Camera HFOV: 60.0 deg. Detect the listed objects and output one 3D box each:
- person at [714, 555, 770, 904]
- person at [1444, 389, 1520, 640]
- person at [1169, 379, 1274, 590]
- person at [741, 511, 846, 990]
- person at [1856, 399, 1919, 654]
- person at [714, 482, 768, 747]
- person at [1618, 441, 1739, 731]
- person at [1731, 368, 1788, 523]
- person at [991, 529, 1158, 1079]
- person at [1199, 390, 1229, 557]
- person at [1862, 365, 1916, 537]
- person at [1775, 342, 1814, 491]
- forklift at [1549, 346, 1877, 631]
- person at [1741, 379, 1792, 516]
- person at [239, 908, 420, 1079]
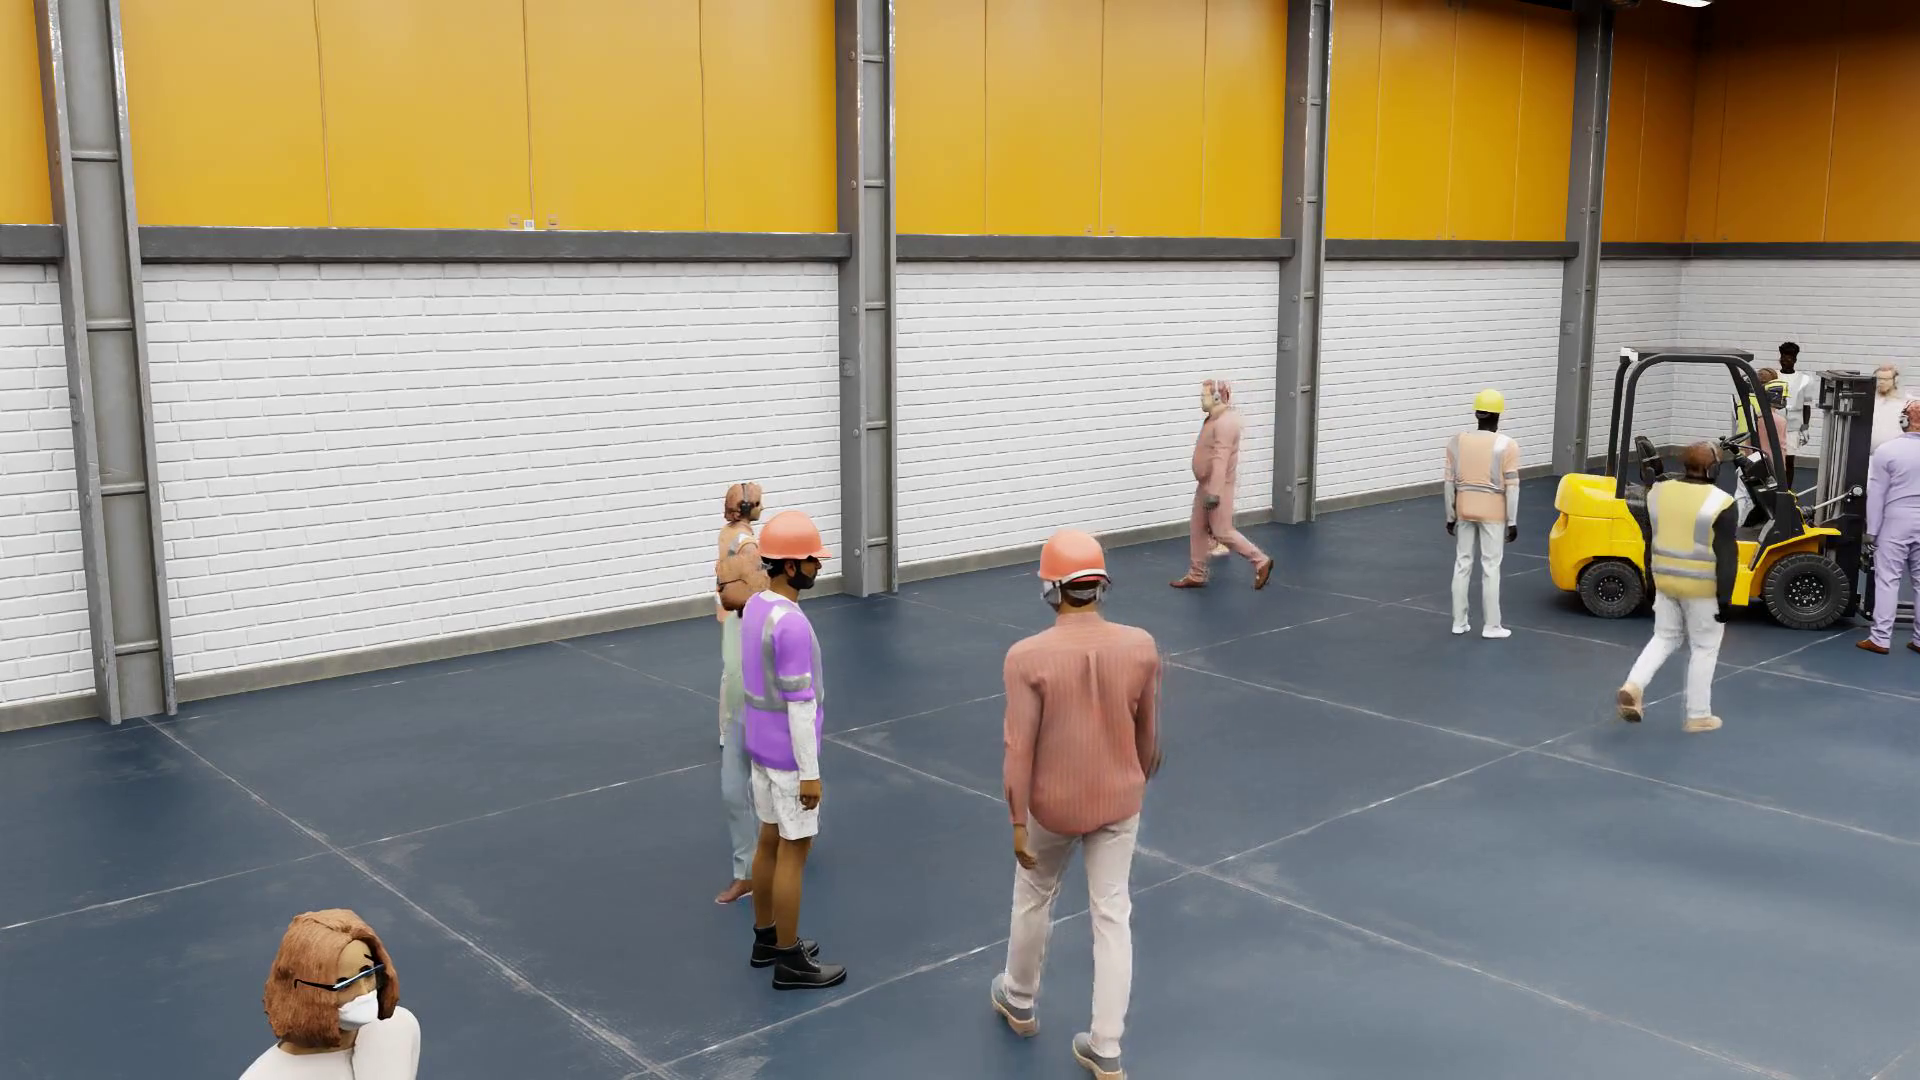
[{"bbox_3d":[-0.886,0.841,7.718,0.499,1.592,0.679,9,13,41],"label":"person"},{"bbox_3d":[4.020,-0.191,12.831,0.599,1.933,0.400,9,13,42],"label":"person"},{"bbox_3d":[2.314,-0.477,14.614,0.811,1.878,0.650,-1,10,-4],"label":"person"},{"bbox_3d":[-0.679,0.840,6.722,0.358,1.936,0.552,-5,11,-25],"label":"person"},{"bbox_3d":[7.022,-0.096,12.323,0.641,1.900,0.403,1,10,4],"label":"person"},{"bbox_3d":[-1.281,0.471,9.785,0.312,1.633,0.519,-4,10,-22],"label":"person"},{"bbox_3d":[4.440,0.300,10.226,0.636,1.829,0.635,-6,11,-30],"label":"person"},{"bbox_3d":[7.955,-0.787,16.520,0.429,1.846,0.633,-4,10,-20],"label":"person"},{"bbox_3d":[0.412,0.927,6.134,0.631,1.958,0.882,-3,10,-14],"label":"person"},{"bbox_3d":[2.514,-0.692,16.386,0.318,1.700,0.536,-3,10,-17],"label":"person"},{"bbox_3d":[9.233,-0.820,16.682,0.643,1.857,0.988,6,12,33],"label":"person"},{"bbox_3d":[9.526,-1.315,19.276,0.600,1.958,0.378,4,11,23],"label":"person"},{"bbox_3d":[6.109,-0.478,13.691,2.313,2.155,1.214,3,10,16],"label":"forklift"},{"bbox_3d":[7.778,-0.665,16.045,0.329,1.765,0.527,-1,10,-8],"label":"person"},{"bbox_3d":[-1.273,1.549,3.462,0.285,1.633,0.500,4,11,23],"label":"person"}]
